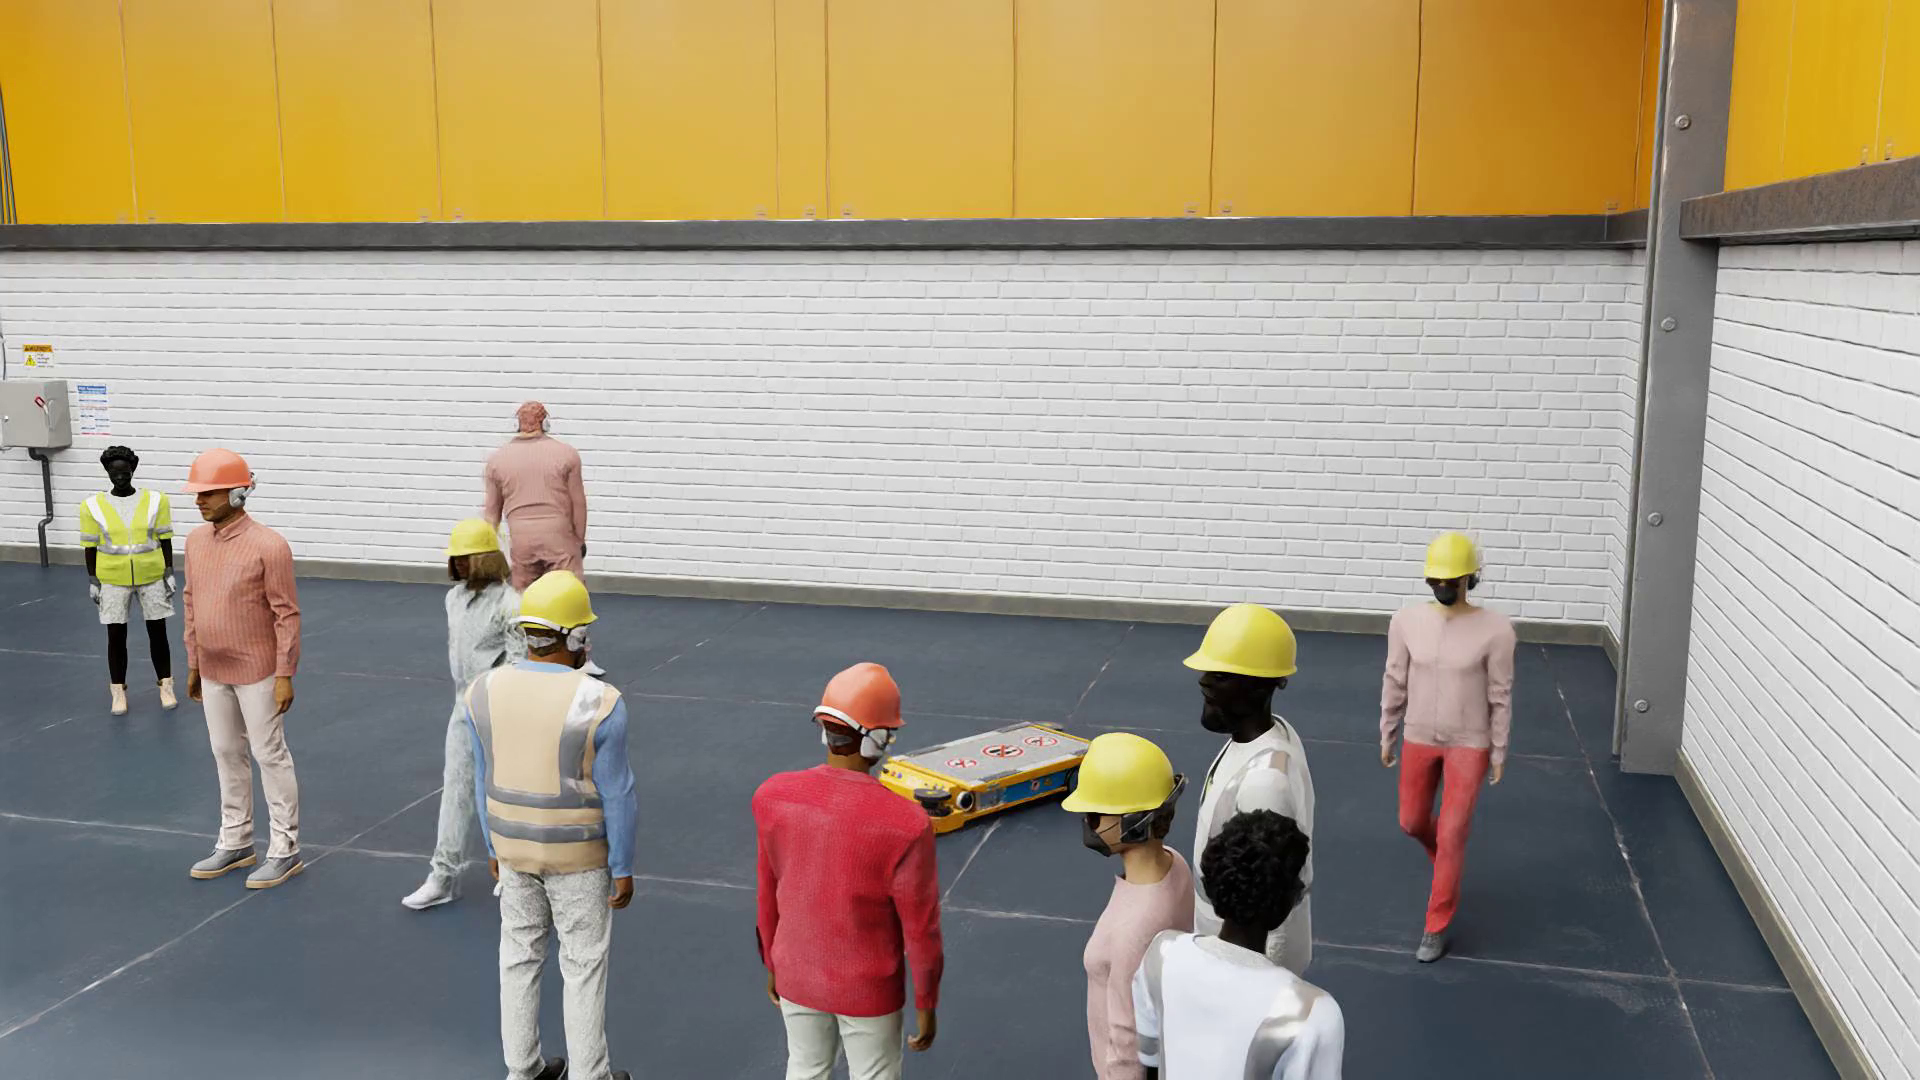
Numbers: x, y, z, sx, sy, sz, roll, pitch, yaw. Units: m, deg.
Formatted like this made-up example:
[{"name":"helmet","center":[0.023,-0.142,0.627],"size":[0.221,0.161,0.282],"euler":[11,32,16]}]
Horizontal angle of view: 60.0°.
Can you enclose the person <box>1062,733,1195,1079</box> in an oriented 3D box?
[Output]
[{"name":"person","center":[0.404,1.307,3.911],"size":[0.341,1.761,0.525],"euler":[3,10,16]}]

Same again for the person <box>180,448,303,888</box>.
[{"name":"person","center":[-3.263,0.576,7.515],"size":[0.624,1.992,0.386],"euler":[4,10,23]}]

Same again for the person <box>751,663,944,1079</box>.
[{"name":"person","center":[-0.300,1.195,4.626],"size":[0.577,1.738,0.355],"euler":[5,11,26]}]

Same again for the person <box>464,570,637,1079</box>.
[{"name":"person","center":[-1.324,1.007,5.500],"size":[0.586,1.824,0.404],"euler":[3,10,17]}]

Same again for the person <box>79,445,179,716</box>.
[{"name":"person","center":[-5.167,0.245,10.368],"size":[0.529,1.690,0.319],"euler":[-5,11,-29]}]

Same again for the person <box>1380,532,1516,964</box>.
[{"name":"person","center":[2.022,0.809,6.883],"size":[0.529,1.745,0.665],"euler":[6,11,32]}]

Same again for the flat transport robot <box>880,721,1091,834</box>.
[{"name":"flat transport robot","center":[0.170,1.224,8.768],"size":[1.431,0.197,0.652],"euler":[-9,13,-42]}]

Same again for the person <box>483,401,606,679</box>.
[{"name":"person","center":[-2.778,0.027,11.097],"size":[0.830,1.883,0.538],"euler":[0,10,1]}]

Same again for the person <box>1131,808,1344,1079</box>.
[{"name":"person","center":[0.584,1.401,3.562],"size":[0.319,1.691,0.540],"euler":[-9,13,-42]}]

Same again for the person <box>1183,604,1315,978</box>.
[{"name":"person","center":[0.766,1.119,4.508],"size":[0.356,1.930,0.592],"euler":[1,10,6]}]

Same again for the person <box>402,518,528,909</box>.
[{"name":"person","center":[-2.117,0.741,7.416],"size":[0.501,1.689,0.892],"euler":[5,11,27]}]
